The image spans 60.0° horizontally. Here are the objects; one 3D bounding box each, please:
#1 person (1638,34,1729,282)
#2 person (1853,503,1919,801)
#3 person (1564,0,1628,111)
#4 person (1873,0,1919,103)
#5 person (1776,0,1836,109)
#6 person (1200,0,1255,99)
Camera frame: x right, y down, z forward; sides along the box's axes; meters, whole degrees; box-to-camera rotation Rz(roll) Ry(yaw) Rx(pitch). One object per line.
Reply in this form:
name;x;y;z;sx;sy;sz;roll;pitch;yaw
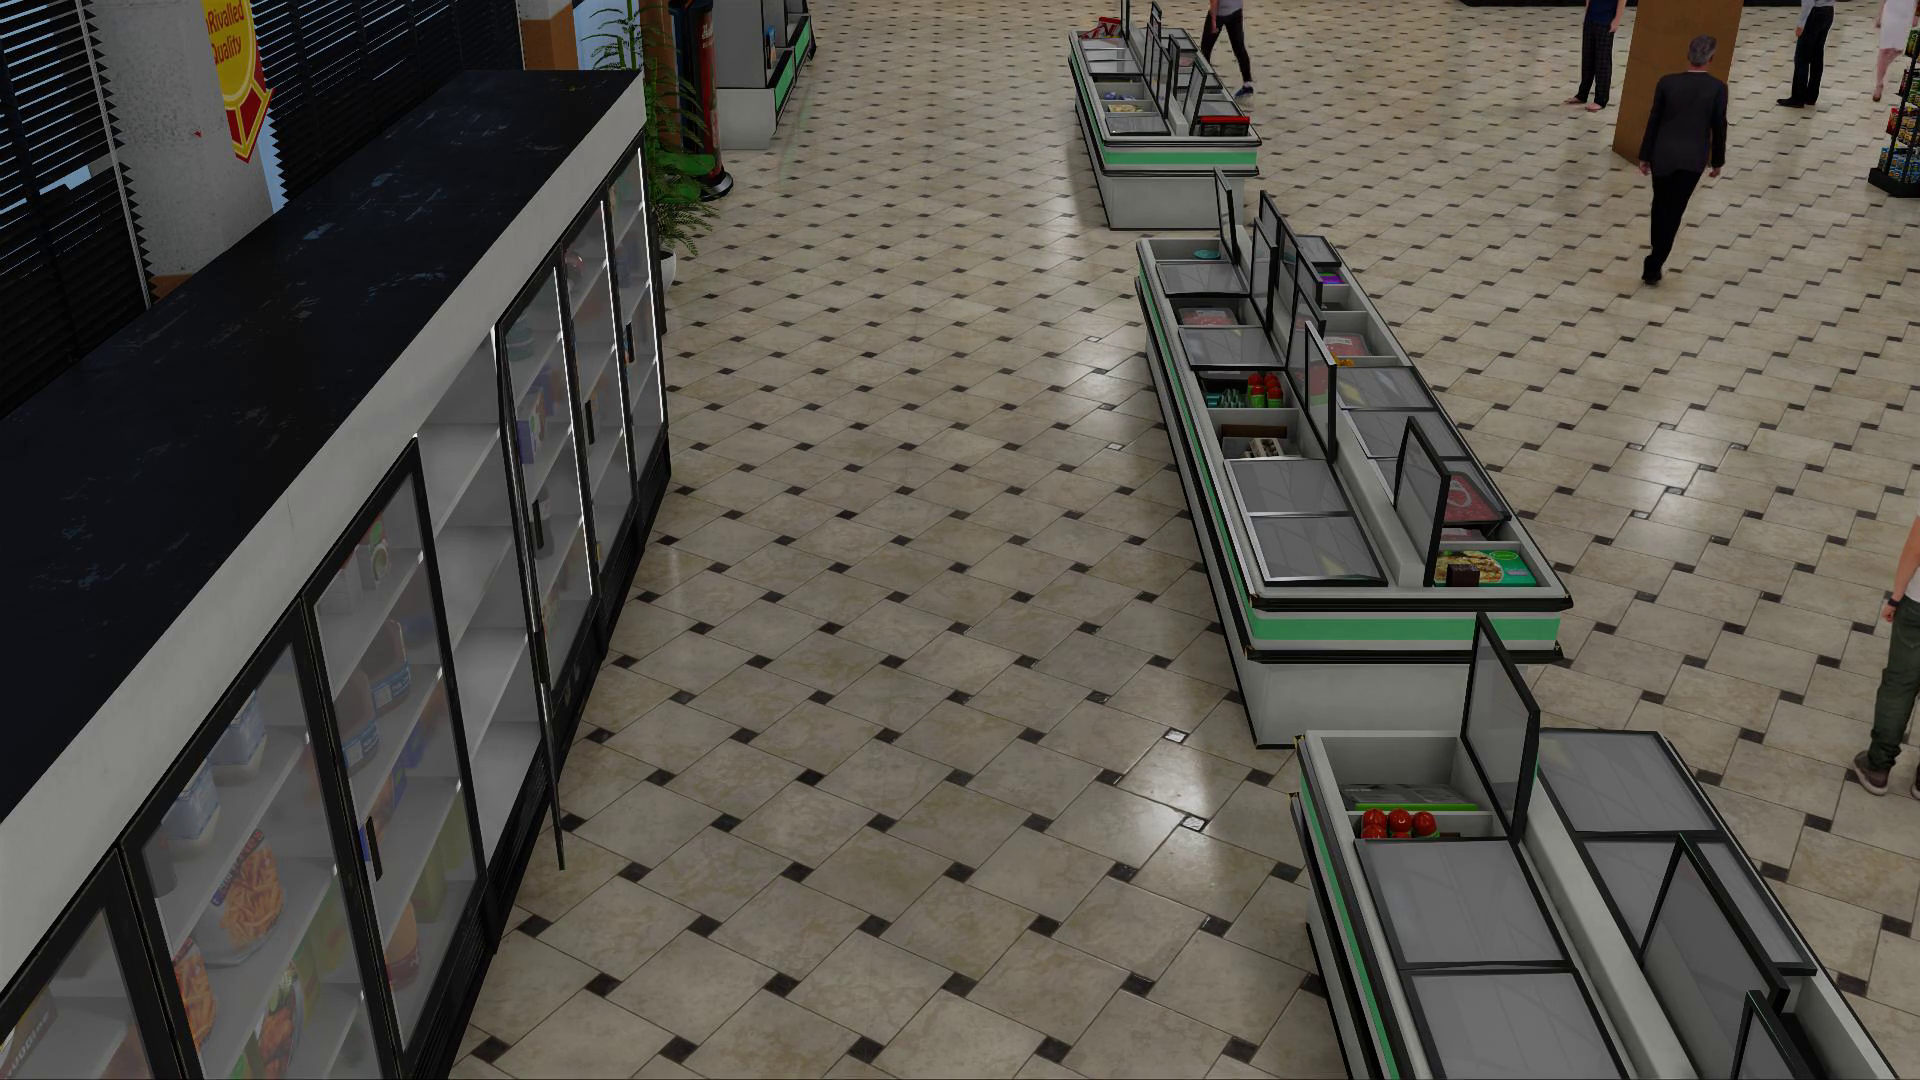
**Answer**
person;5.369;-2.812;12.462;1.167;1.790;1.333;17;31;30
person;3.880;0.266;6.544;0.647;1.653;0.643;10;29;19
person;6.910;-5.610;17.890;0.793;1.871;0.634;-12;29;-22
person;10.260;-5.725;18.215;0.745;1.782;0.887;11;29;20
person;9.253;-5.621;17.973;0.734;1.816;0.757;-18;32;-31
person;2.980;-5.693;18.154;1.112;1.781;1.337;-16;31;-28
